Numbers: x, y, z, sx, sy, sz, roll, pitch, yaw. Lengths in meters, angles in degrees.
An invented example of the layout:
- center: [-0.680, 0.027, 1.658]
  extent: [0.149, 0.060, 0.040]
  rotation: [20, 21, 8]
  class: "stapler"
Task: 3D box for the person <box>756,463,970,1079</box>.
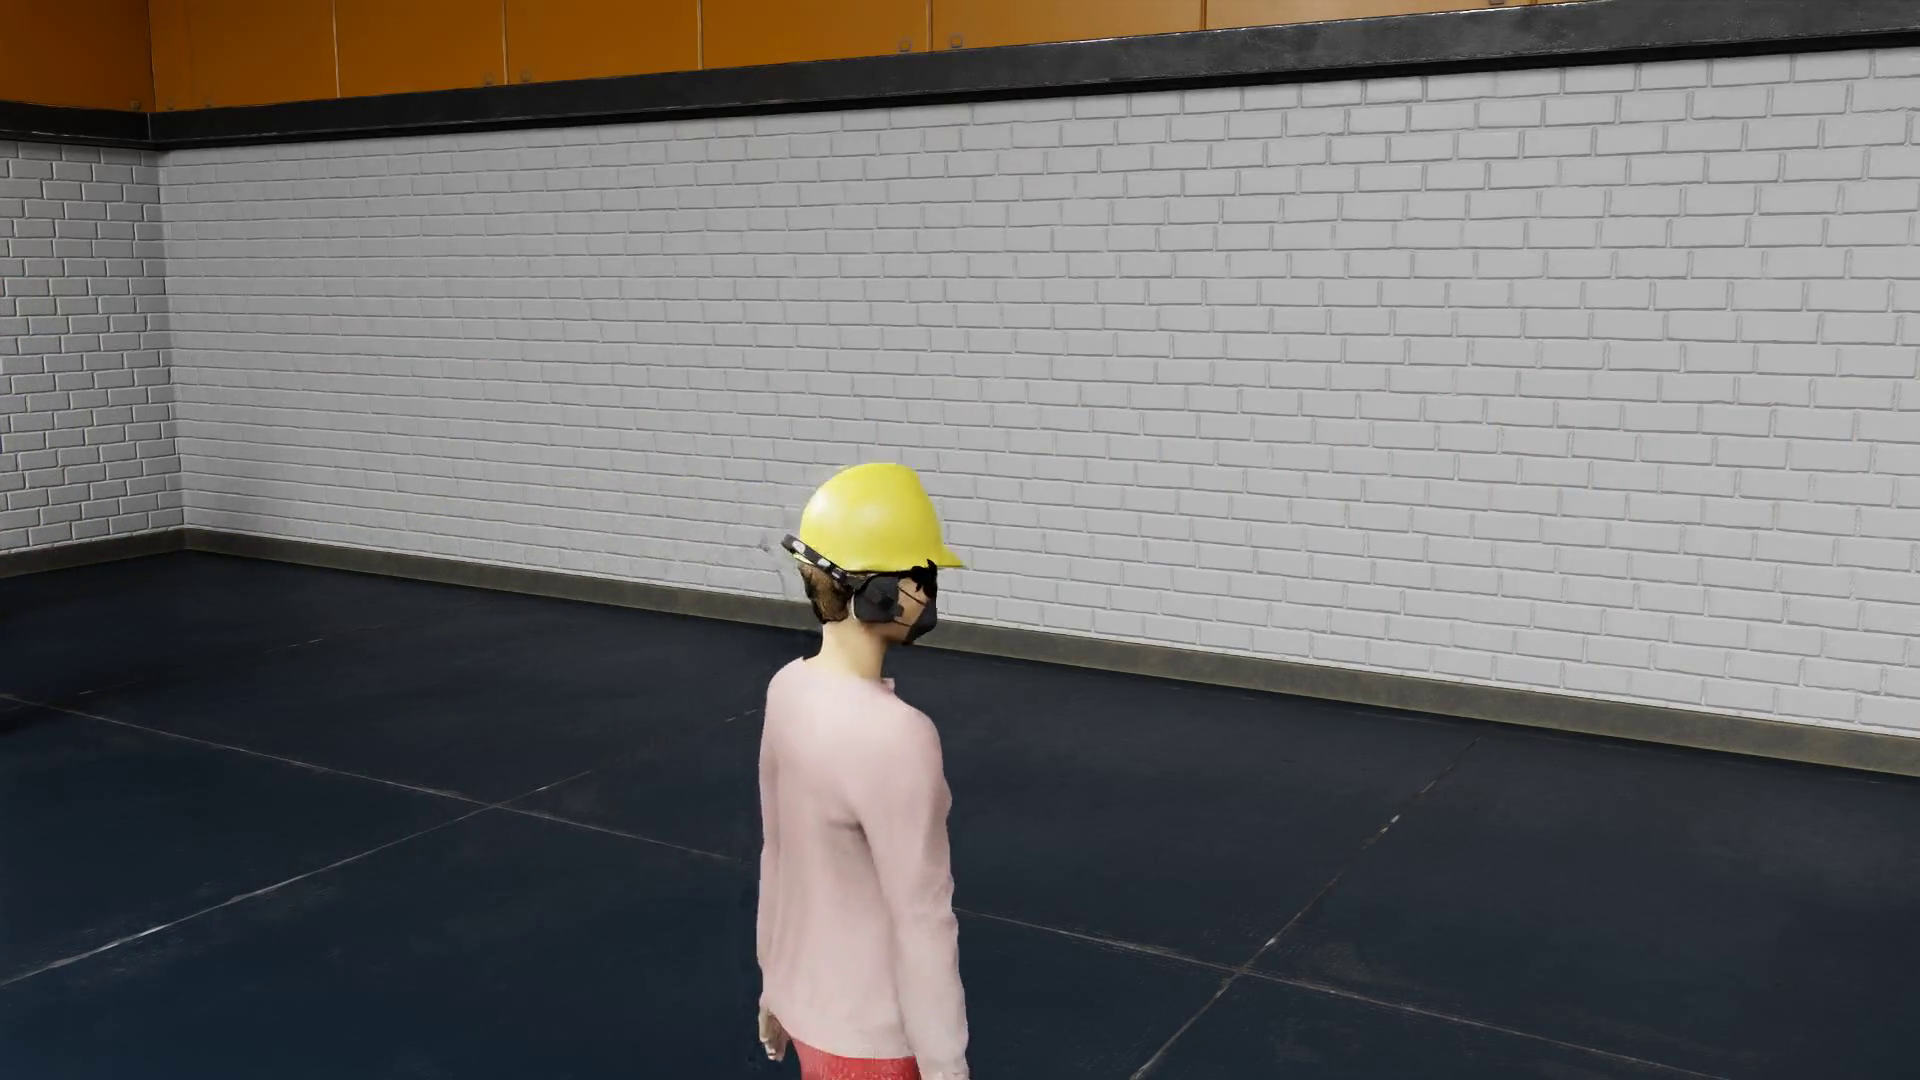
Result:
- center: [-0.216, 0.744, 2.619]
  extent: [0.788, 1.740, 0.527]
  rotation: [-4, 10, -22]
  class: "person"
